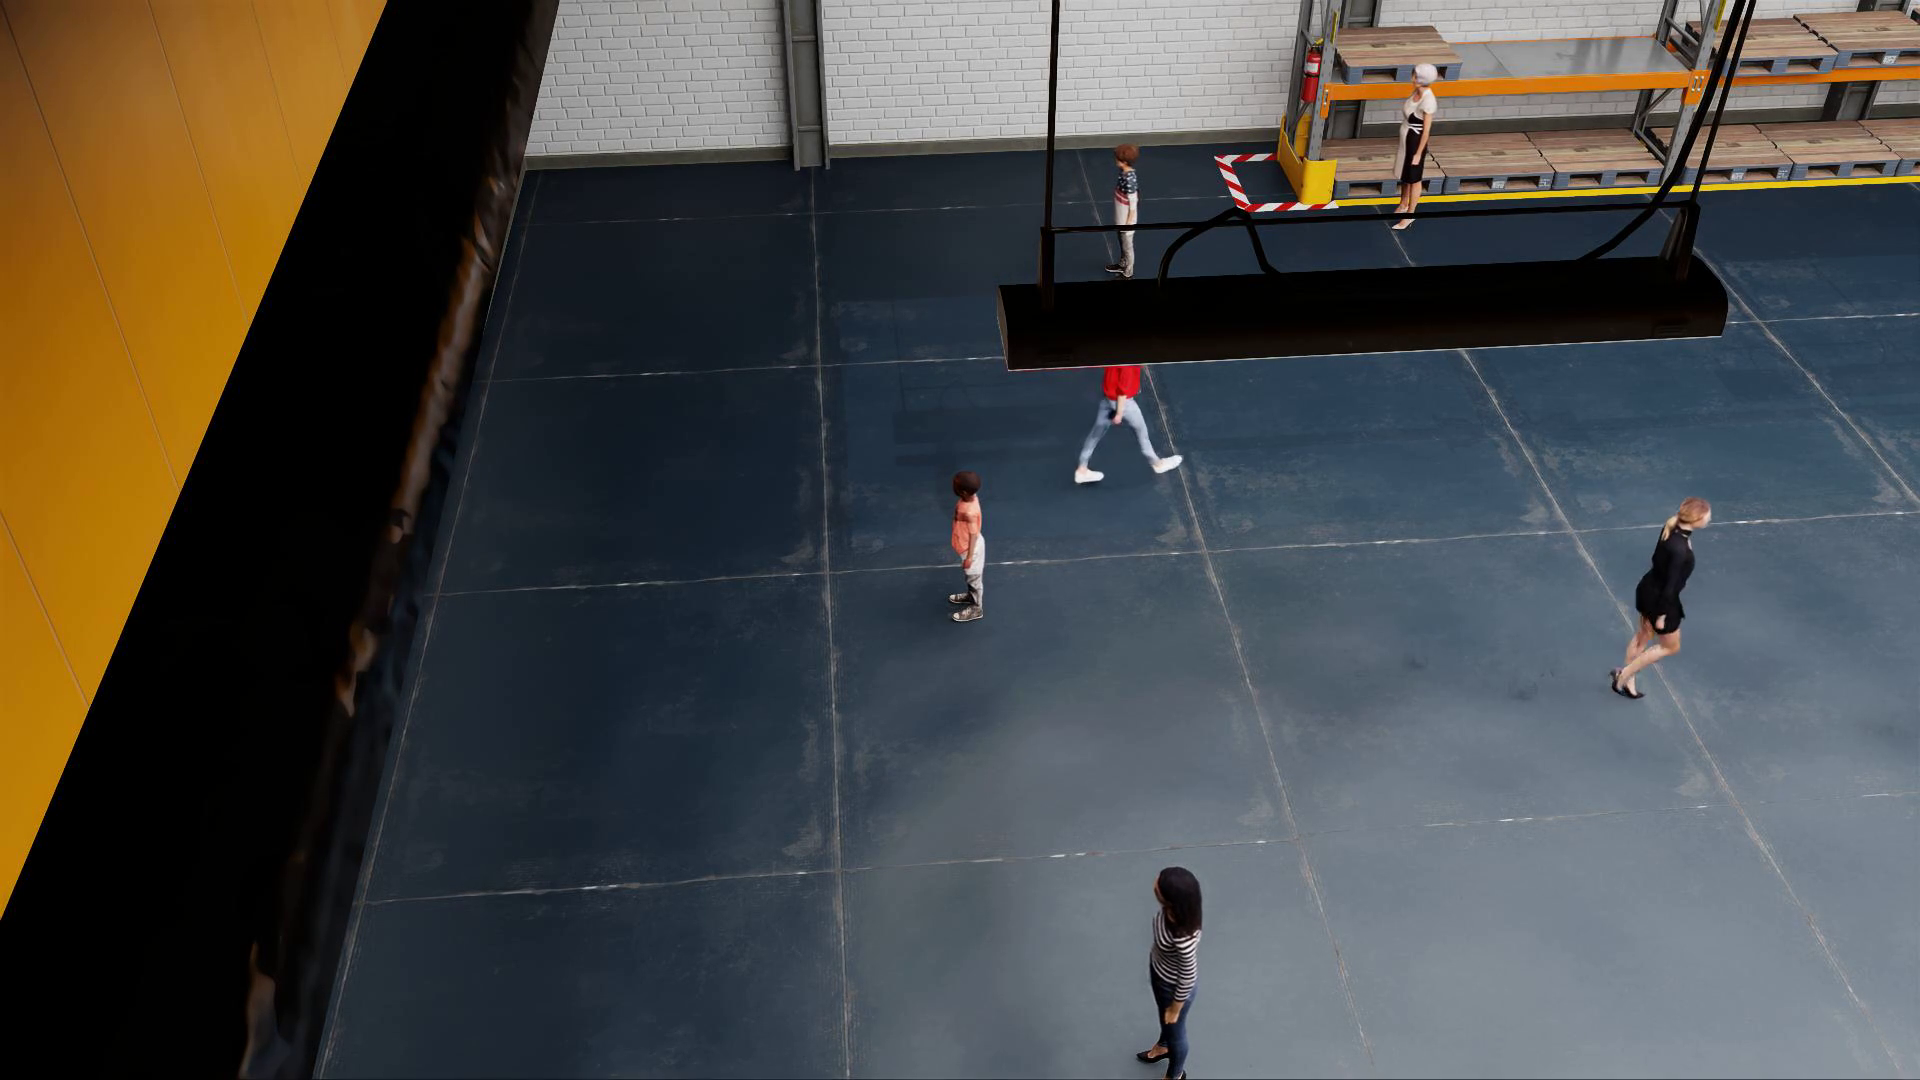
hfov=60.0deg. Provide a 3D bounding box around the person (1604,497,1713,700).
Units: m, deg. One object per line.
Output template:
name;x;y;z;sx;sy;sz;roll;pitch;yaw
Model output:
person;4.700;0.423;11.383;0.675;1.758;0.652;5;39;6

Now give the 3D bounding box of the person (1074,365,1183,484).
person;1.194;-1.127;13.409;1.165;1.651;0.739;-9;39;-11

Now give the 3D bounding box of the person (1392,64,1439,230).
person;4.633;-4.009;16.937;0.511;1.752;0.618;-2;39;-2

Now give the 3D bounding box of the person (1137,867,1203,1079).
person;1.139;2.366;8.922;0.494;1.794;0.575;-2;39;-2

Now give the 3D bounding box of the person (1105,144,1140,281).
person;1.613;-3.182;16.151;0.467;1.441;0.520;-2;39;-2

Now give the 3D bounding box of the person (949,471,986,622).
person;0.078;0.023;12.242;0.470;1.310;0.477;-2;39;-2
